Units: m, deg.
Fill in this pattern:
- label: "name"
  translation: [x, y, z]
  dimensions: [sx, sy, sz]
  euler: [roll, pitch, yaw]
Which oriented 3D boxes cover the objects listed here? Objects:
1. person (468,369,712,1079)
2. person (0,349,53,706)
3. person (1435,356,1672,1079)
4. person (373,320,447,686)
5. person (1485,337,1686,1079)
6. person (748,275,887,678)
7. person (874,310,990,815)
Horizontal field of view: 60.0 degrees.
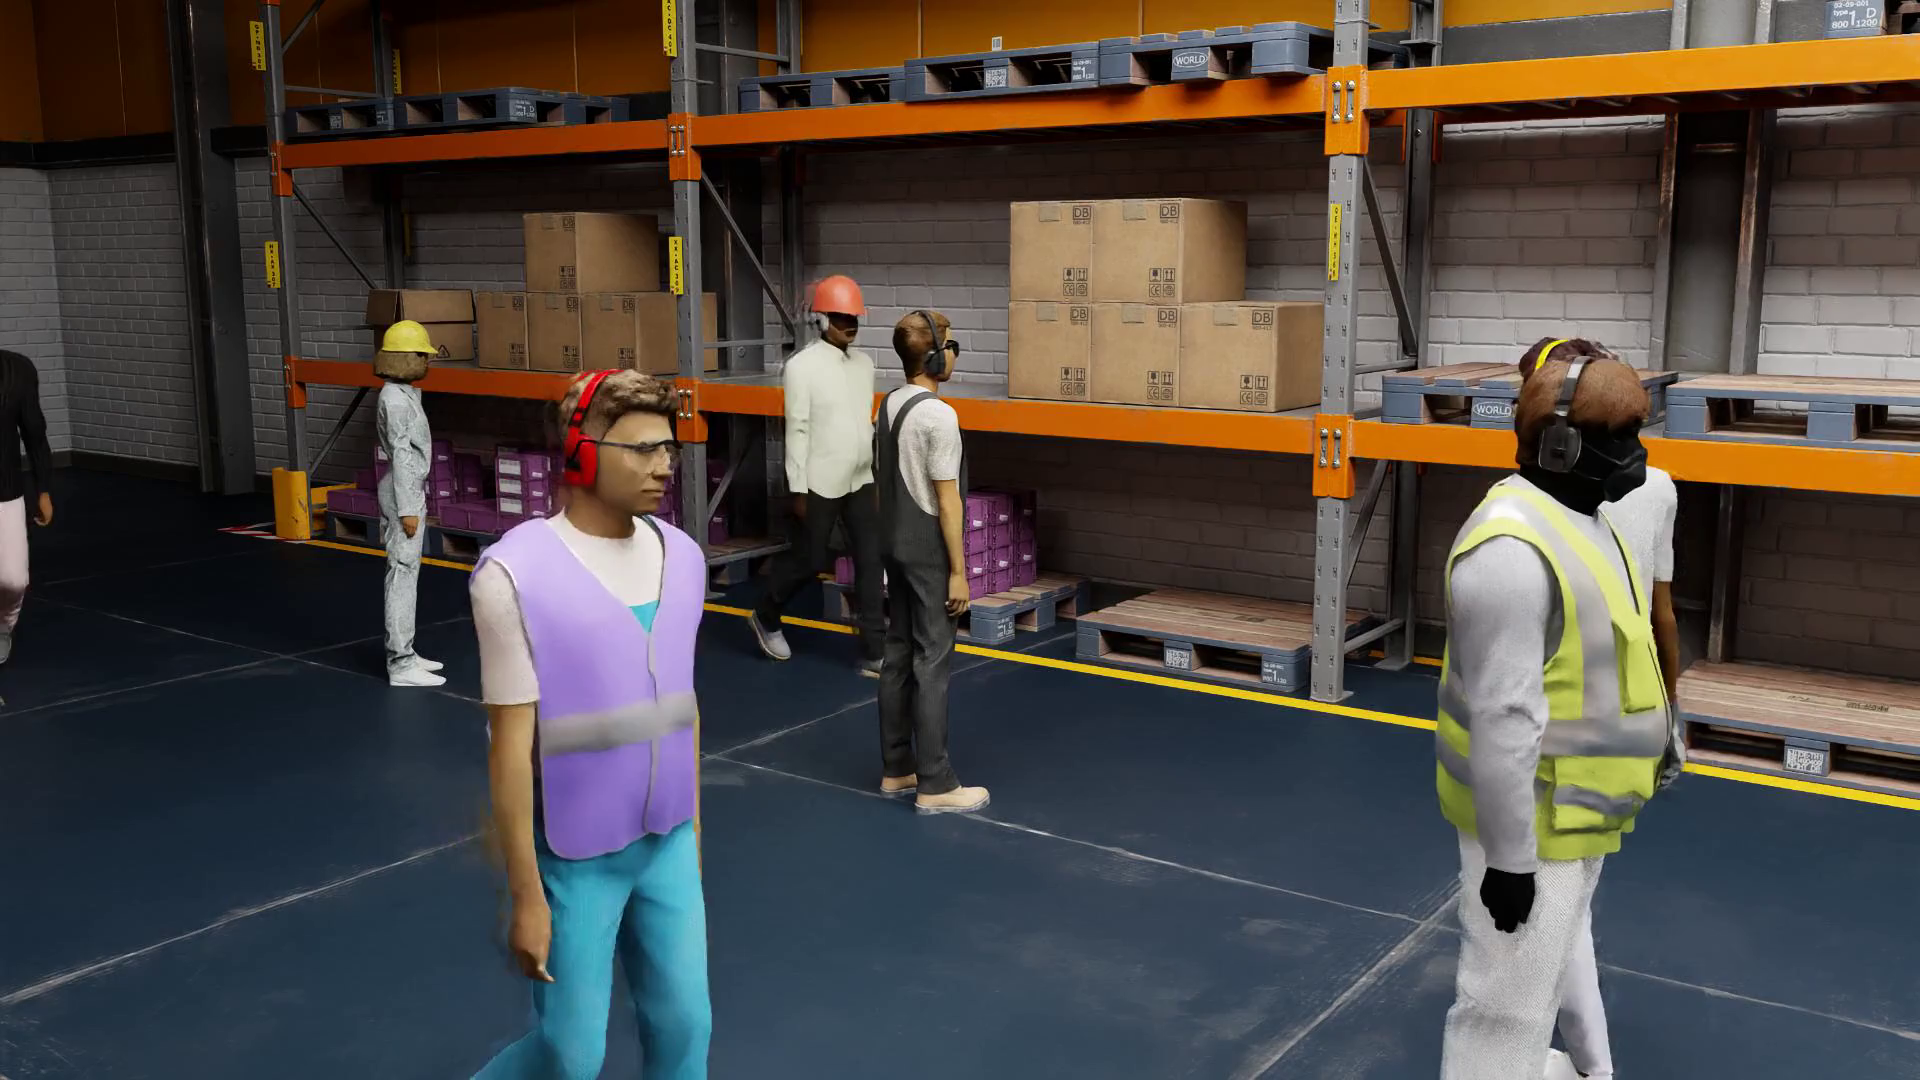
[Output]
- label: "person"
  translation: [-0.720, 0.579, 3.216]
  dimensions: [0.705, 1.826, 0.585]
  euler: [6, 11, 32]
- label: "person"
  translation: [-4.572, -0.239, 7.689]
  dimensions: [0.648, 1.966, 0.703]
  euler: [-8, 12, -39]
- label: "person"
  translation: [1.175, 0.556, 3.329]
  dimensions: [0.429, 1.840, 0.633]
  euler: [6, 11, 32]
- label: "person"
  translation: [-2.635, -0.177, 7.985]
  dimensions: [0.325, 1.740, 0.492]
  euler: [-3, 10, -18]
- label: "person"
  translation: [1.467, 0.417, 4.177]
  dimensions: [0.524, 1.828, 0.875]
  euler: [-2, 10, -13]
- label: "person"
  translation: [-0.666, -0.306, 8.112]
  dimensions: [0.941, 1.962, 0.631]
  euler: [8, 12, 39]
- label: "person"
  translation: [-0.125, 0.084, 6.121]
  dimensions: [0.343, 1.846, 0.507]
  euler: [-6, 11, -32]
